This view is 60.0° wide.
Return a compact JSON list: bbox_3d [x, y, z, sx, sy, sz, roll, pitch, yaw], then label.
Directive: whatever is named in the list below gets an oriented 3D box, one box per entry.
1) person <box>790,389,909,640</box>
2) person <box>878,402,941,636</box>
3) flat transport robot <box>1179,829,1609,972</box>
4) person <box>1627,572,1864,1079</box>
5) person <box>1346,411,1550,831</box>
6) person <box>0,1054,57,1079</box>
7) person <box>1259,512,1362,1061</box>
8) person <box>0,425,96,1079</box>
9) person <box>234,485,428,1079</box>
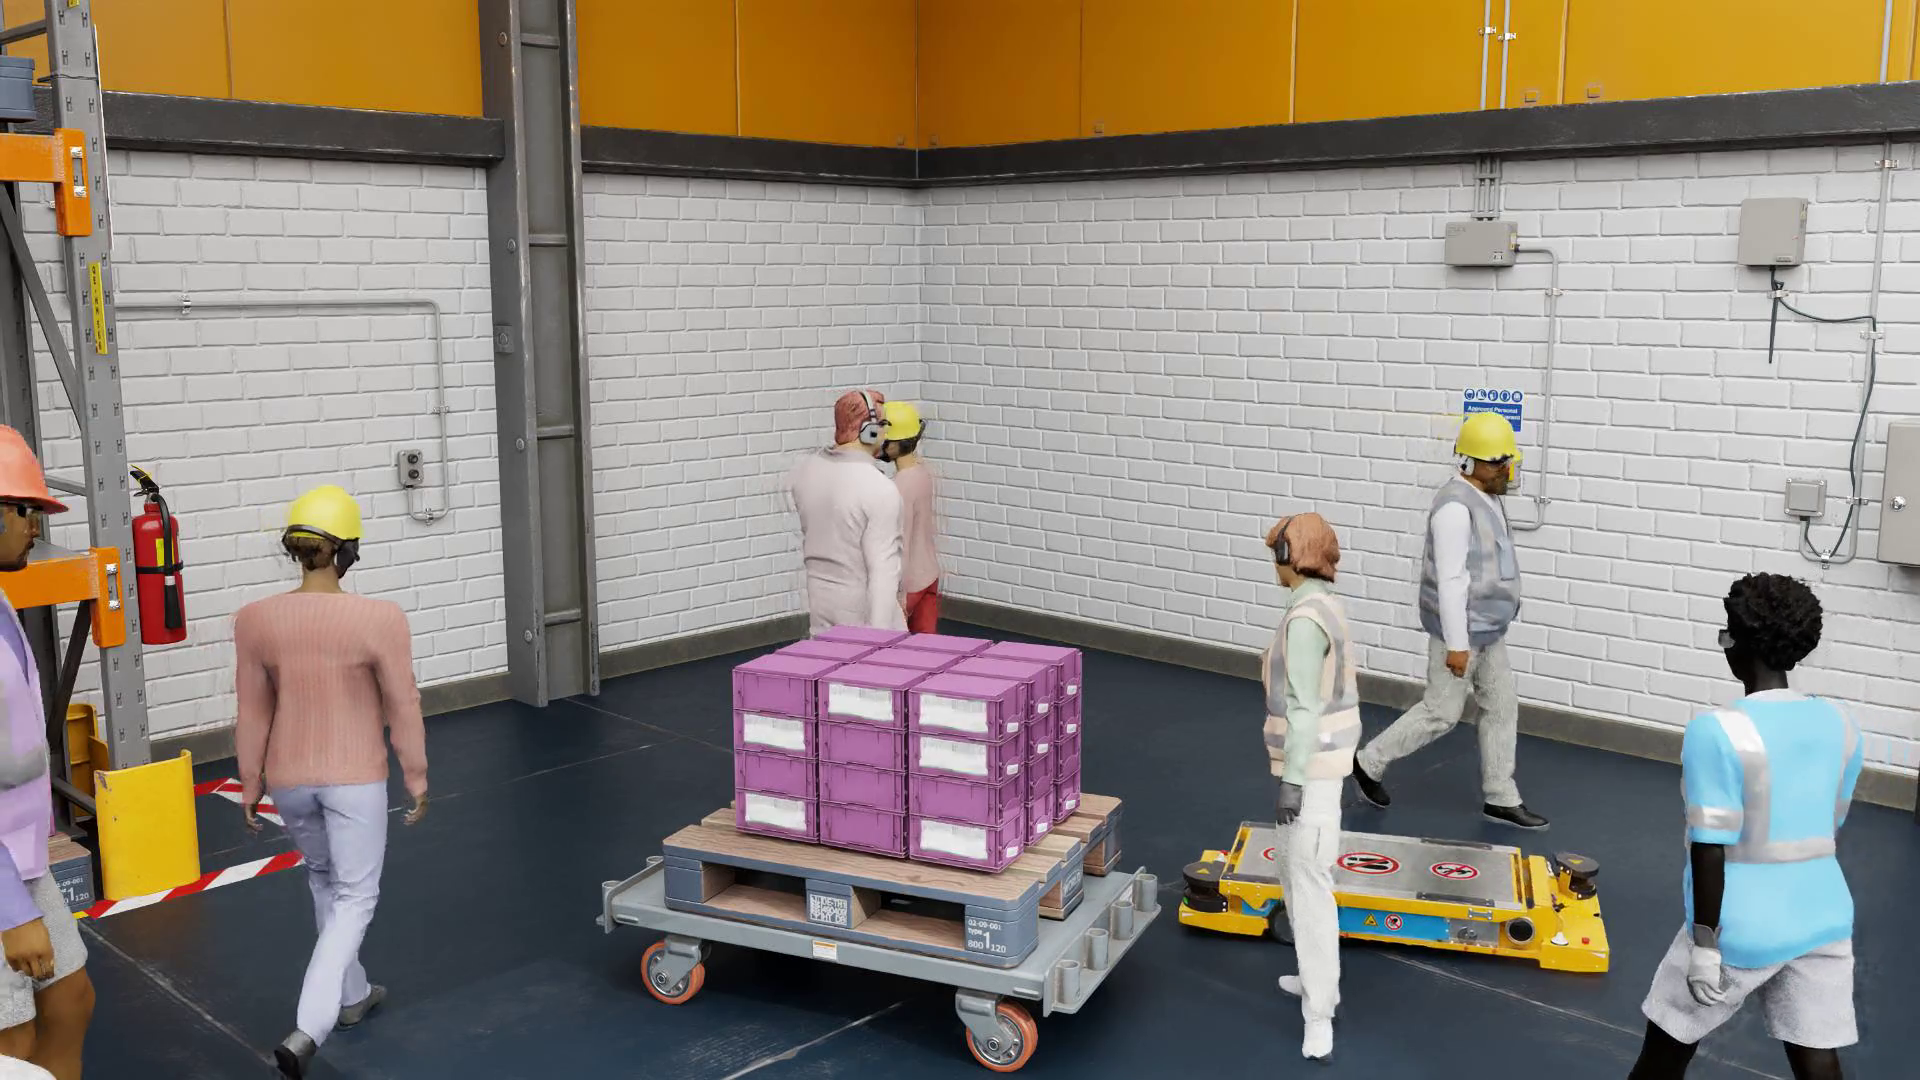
[{"bbox_3d":[-0.446,0.308,7.003,0.874,1.886,0.647,-9,13,-44],"label":"person"},{"bbox_3d":[-0.277,0.203,7.979,0.513,1.743,0.613,3,10,15],"label":"person"},{"bbox_3d":[1.552,1.261,5.995,1.431,0.197,0.652,3,10,16],"label":"flat transport robot"},{"bbox_3d":[1.869,0.900,3.981,0.555,1.644,0.913,-4,10,-22],"label":"person"},{"bbox_3d":[2.066,0.337,7.029,0.814,1.793,0.606,6,11,31],"label":"person"},{"bbox_3d":[-1.222,1.137,1.935,0.517,1.856,0.454,-1,9,-4],"label":"person"},{"bbox_3d":[1.083,0.733,5.154,0.318,1.606,0.711,1,9,8],"label":"person"},{"bbox_3d":[-2.214,0.742,3.816,0.563,2.009,0.656,-3,10,-17],"label":"person"},{"bbox_3d":[-1.879,0.713,4.900,0.548,1.732,0.781,1,9,3],"label":"person"}]
